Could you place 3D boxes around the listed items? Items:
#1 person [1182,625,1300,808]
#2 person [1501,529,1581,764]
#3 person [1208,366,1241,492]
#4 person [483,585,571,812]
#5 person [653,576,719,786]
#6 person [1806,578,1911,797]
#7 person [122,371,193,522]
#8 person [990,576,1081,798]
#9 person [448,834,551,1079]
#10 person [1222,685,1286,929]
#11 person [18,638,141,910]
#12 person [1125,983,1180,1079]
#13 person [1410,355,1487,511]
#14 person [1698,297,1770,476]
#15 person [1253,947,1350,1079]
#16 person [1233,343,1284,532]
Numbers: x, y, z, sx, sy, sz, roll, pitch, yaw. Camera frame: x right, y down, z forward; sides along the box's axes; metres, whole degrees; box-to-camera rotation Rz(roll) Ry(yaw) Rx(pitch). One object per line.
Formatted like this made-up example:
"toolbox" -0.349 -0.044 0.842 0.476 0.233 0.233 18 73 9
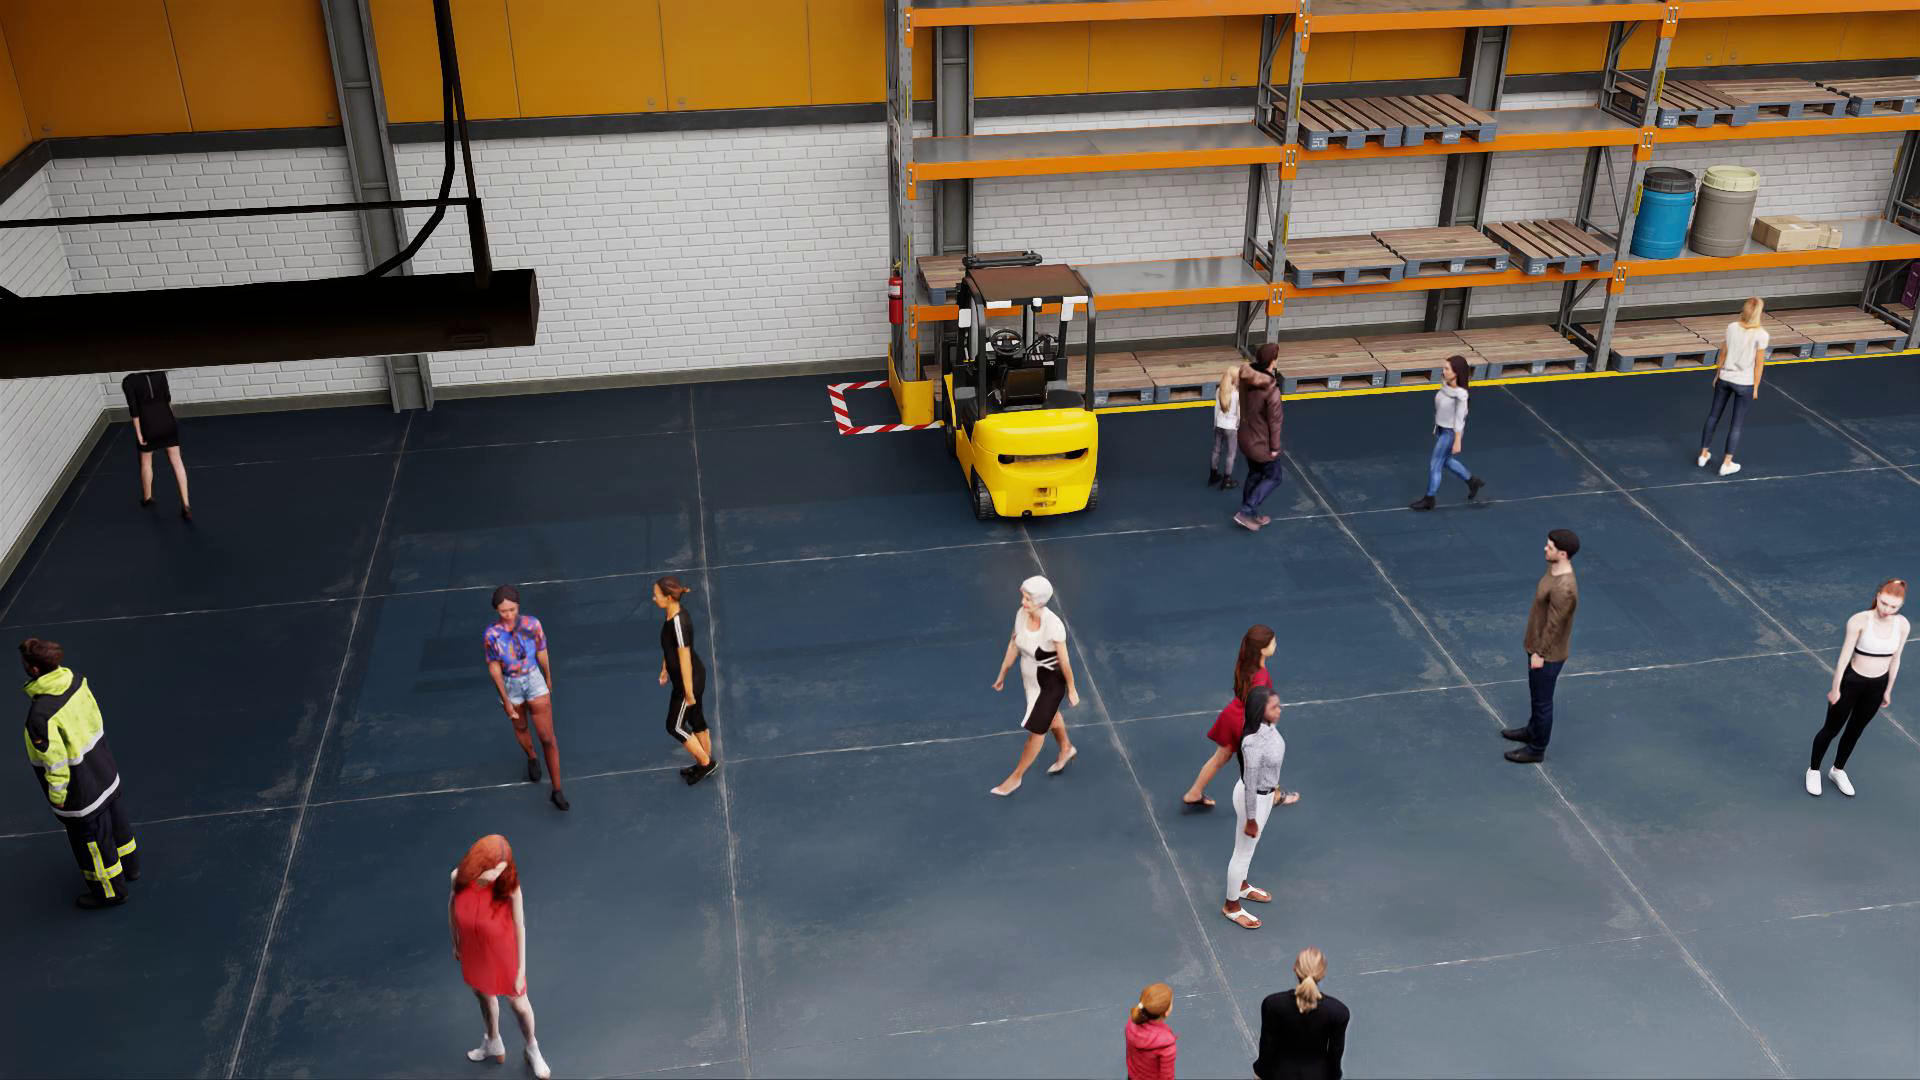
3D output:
"person" 1.923 1.283 11.606 1.081 1.511 0.572 -6 29 -11
"person" 4.307 0.761 12.171 0.693 1.886 0.723 5 29 9
"person" 2.598 -1.097 16.215 0.587 1.277 0.637 24 37 37
"person" -3.142 1.031 11.861 1.005 1.710 0.785 -11 31 -20
"person" -1.889 0.998 11.982 0.584 1.652 0.605 -6 29 -11
"person" 6.391 1.040 11.809 0.524 1.743 0.689 1 29 2
"person" -7.427 -0.987 15.488 0.974 1.779 0.947 23 36 35
"person" 0.673 1.014 11.893 1.170 1.710 0.943 -17 33 -29
"person" -2.689 2.323 9.406 0.654 1.793 0.837 15 32 25
"person" 1.886 1.675 10.668 0.697 1.722 0.674 12 31 21
"person" -5.704 1.485 10.743 0.671 1.983 0.791 -2 29 -3
"person" 0.942 2.916 8.840 0.932 1.295 0.721 -18 33 -30
"person" 4.692 -1.001 15.692 0.973 1.609 0.709 0 29 -1
"person" 7.678 -1.540 16.474 0.664 1.806 0.672 -20 34 -32
"person" 1.742 2.800 8.622 0.571 1.706 0.729 4 29 6
"person" 2.689 -0.912 15.297 0.805 1.831 0.842 -12 31 -21
